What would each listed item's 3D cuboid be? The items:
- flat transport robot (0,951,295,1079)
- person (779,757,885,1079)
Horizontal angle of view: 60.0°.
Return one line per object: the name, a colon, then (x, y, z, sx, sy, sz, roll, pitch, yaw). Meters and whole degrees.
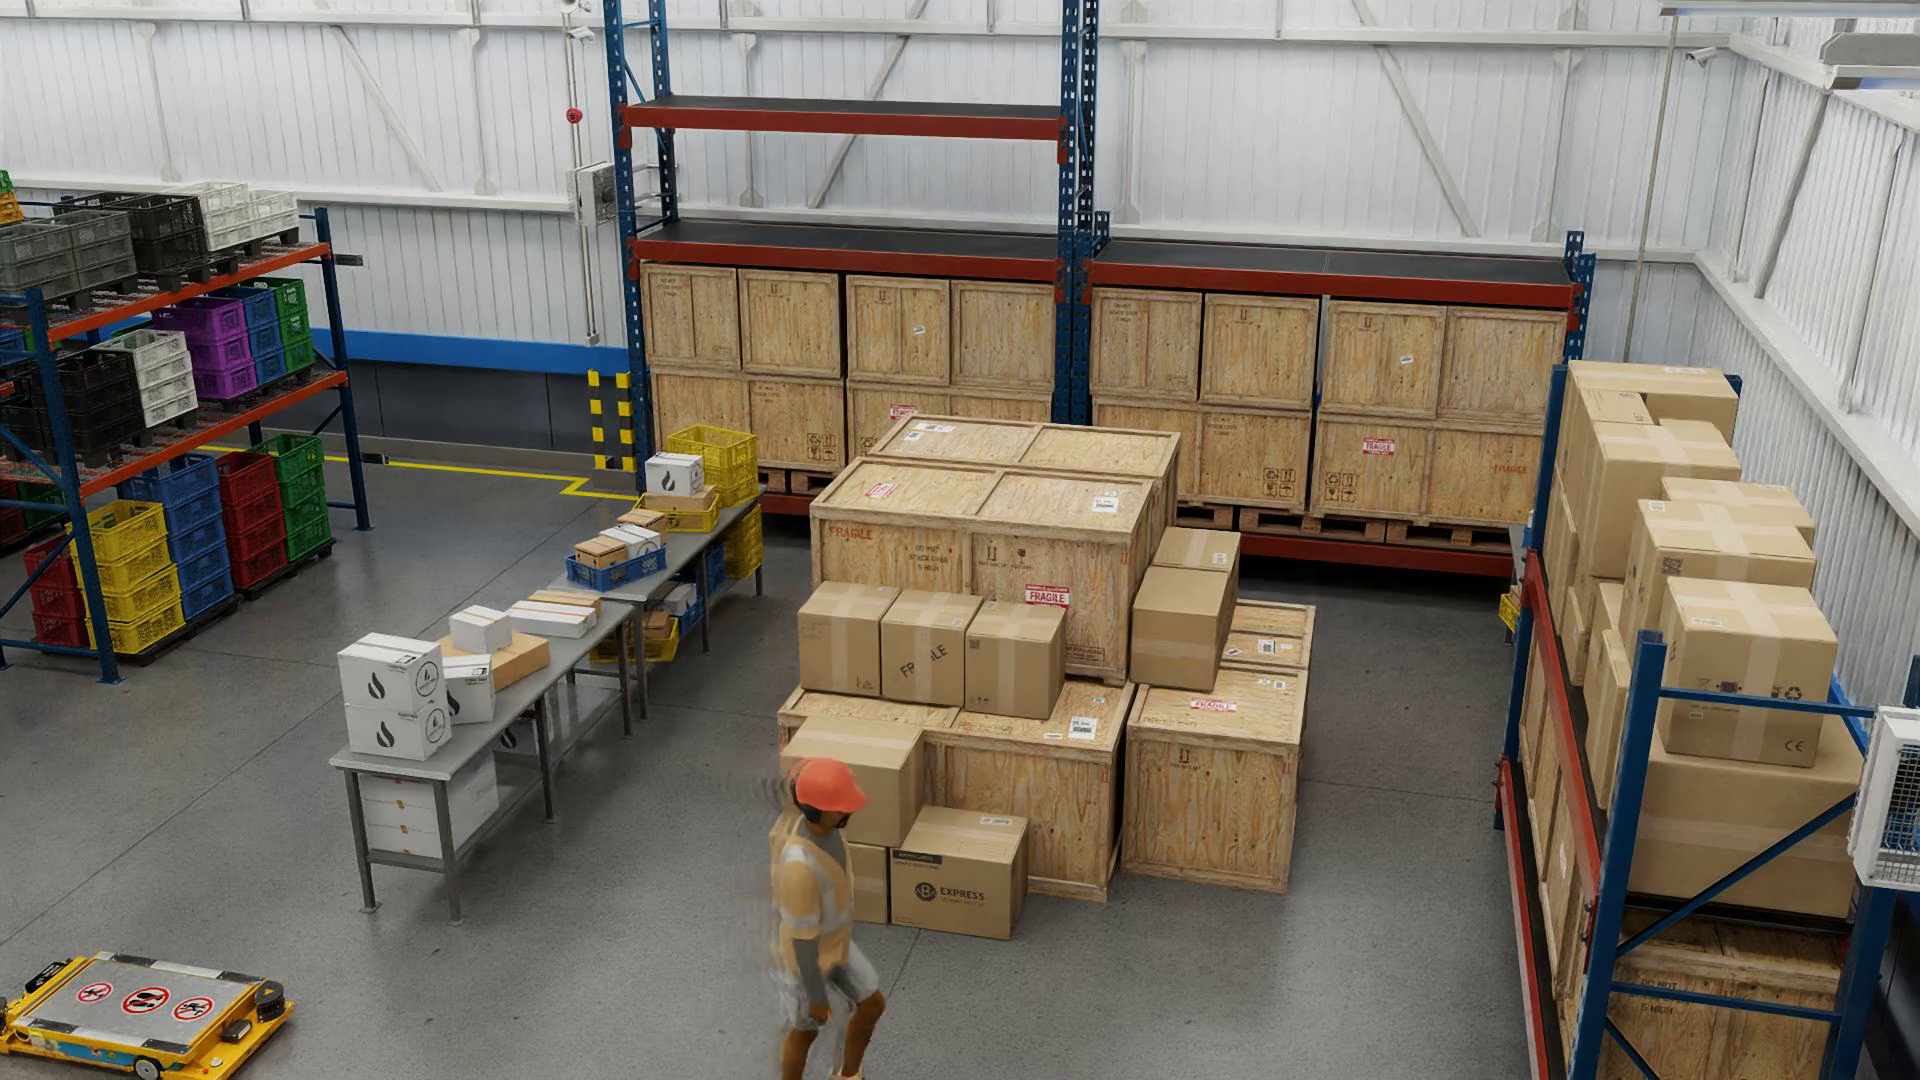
flat transport robot: (-4.270, 2.464, 8.601, 1.431, 0.231, 0.659, 5, 22, 13)
person: (-0.571, 1.896, 7.627, 0.718, 2.018, 0.628, 5, 21, 12)
